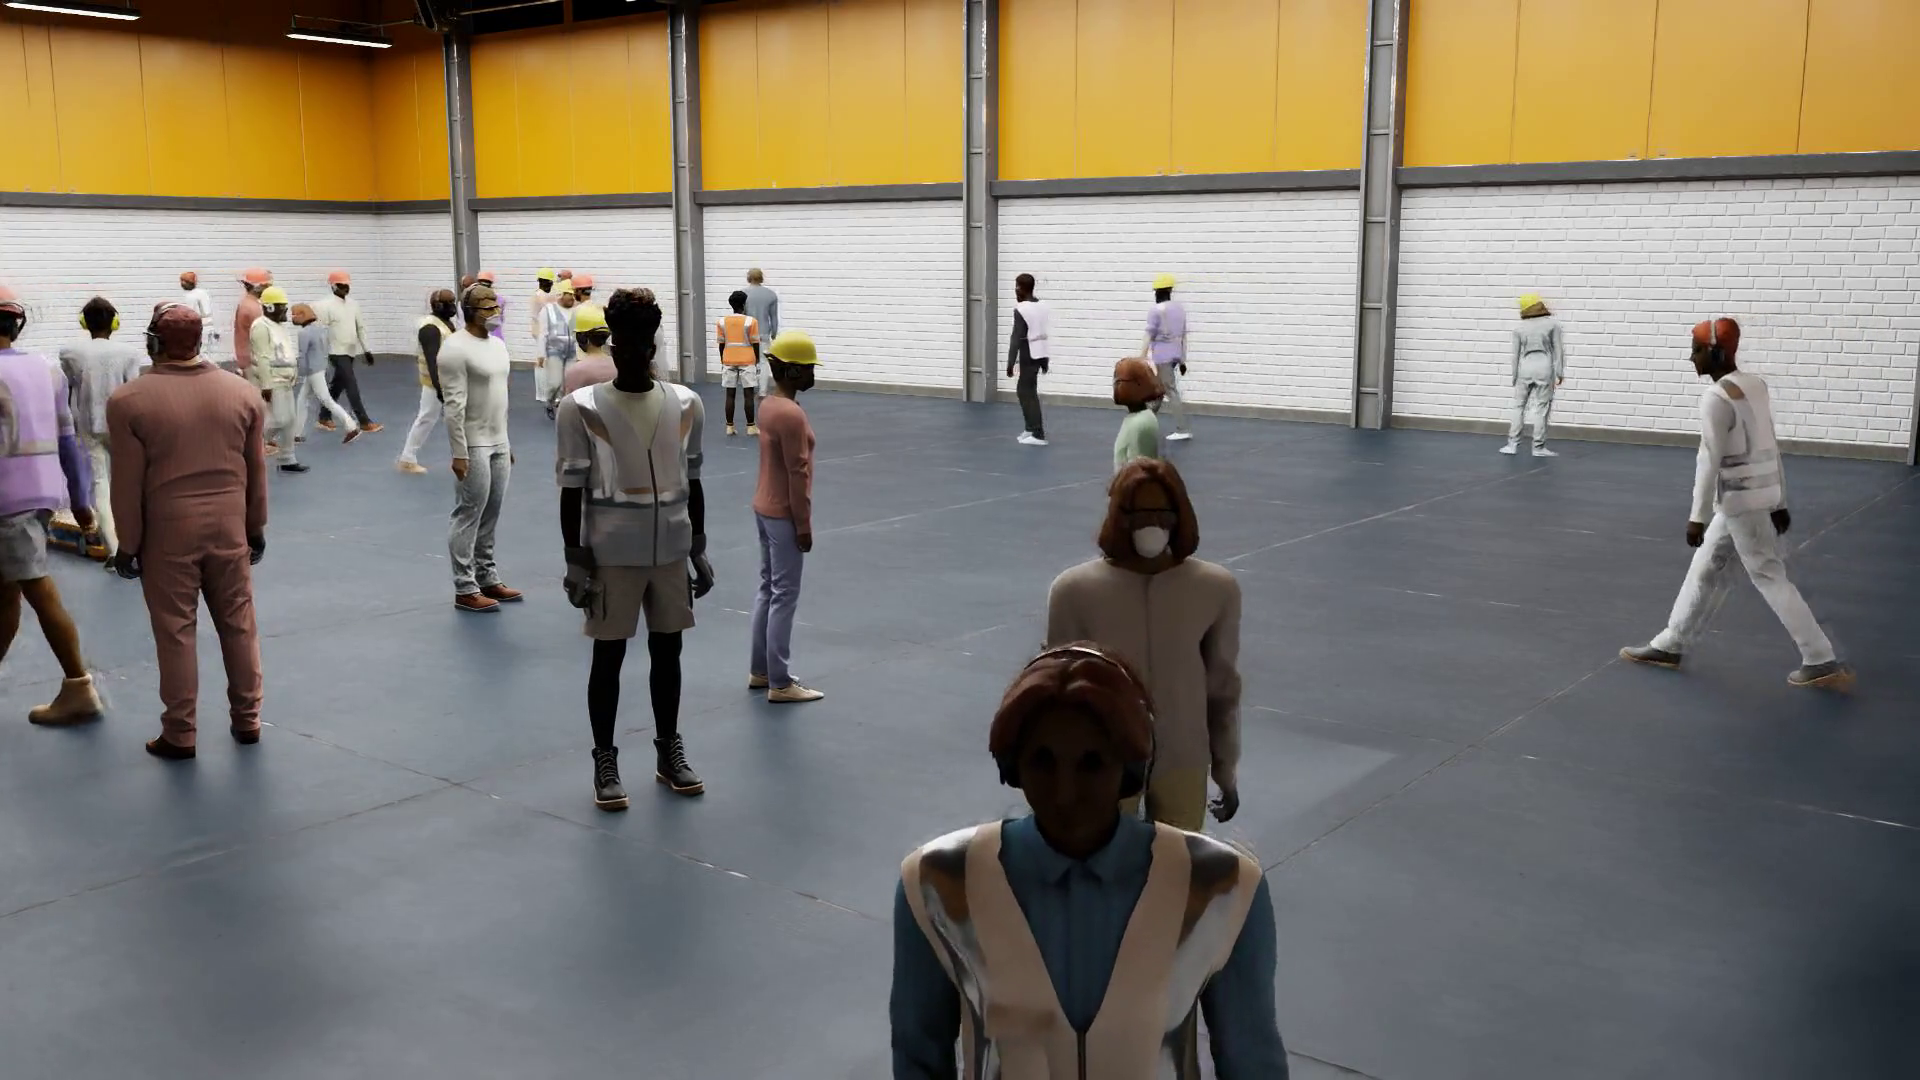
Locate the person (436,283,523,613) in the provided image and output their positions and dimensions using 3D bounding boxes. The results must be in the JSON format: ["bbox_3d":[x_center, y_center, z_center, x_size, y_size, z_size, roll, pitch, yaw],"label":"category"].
[{"bbox_3d":[-2.856,-0.551,9.909,0.359,1.938,0.632,2,10,13],"label":"person"}]

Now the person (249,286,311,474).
[{"bbox_3d":[-6.575,-1.516,15.882,0.519,1.812,0.608,0,10,-1],"label":"person"}]

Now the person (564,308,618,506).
[{"bbox_3d":[-2.351,-0.611,10.761,0.308,1.769,0.524,6,12,33],"label":"person"}]

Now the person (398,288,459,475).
[{"bbox_3d":[-4.966,-1.501,15.891,0.970,1.794,0.643,1,10,6],"label":"person"}]

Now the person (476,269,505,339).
[{"bbox_3d":[-6.470,-2.729,22.693,0.555,1.905,0.436,-8,13,-39],"label":"person"}]

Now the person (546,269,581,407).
[{"bbox_3d":[-5.425,-2.778,22.966,0.654,1.906,0.406,-8,13,-40],"label":"person"}]

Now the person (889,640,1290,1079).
[{"bbox_3d":[0.159,0.948,2.113,0.523,1.621,0.647,0,10,2],"label":"person"}]

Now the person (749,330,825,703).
[{"bbox_3d":[-0.810,-0.114,7.905,0.360,1.757,0.521,-4,10,-21],"label":"person"}]

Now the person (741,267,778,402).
[{"bbox_3d":[-2.917,-2.930,23.825,0.646,1.922,0.562,-3,10,-20],"label":"person"}]

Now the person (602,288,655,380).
[{"bbox_3d":[-2.694,-1.121,13.516,0.514,1.848,0.721,-5,11,-29],"label":"person"}]

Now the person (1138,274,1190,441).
[{"bbox_3d":[2.276,-2.085,19.000,0.974,1.874,0.607,8,13,40],"label":"person"}]

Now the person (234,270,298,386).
[{"bbox_3d":[-11.145,-3.373,26.546,0.867,1.879,0.656,1,10,3],"label":"person"}]

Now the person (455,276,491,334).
[{"bbox_3d":[-6.203,-2.435,21.182,0.430,1.838,0.619,3,10,18],"label":"person"}]

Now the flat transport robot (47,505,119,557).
[{"bbox_3d":[-6.170,-0.083,12.034,1.431,0.197,0.652,8,13,39],"label":"flat transport robot"}]

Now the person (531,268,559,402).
[{"bbox_3d":[-5.934,-2.928,23.809,0.382,1.917,0.585,-5,11,-25],"label":"person"}]

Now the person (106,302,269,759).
[{"bbox_3d":[-3.248,-0.041,7.019,0.409,1.913,0.647,9,13,42],"label":"person"}]

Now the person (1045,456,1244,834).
[{"bbox_3d":[0.459,0.580,4.258,0.501,1.620,0.427,-1,10,-7],"label":"person"}]

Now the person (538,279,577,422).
[{"bbox_3d":[-4.878,-2.289,20.399,0.620,1.812,0.490,-7,12,-35],"label":"person"}]

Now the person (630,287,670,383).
[{"bbox_3d":[-2.776,-1.307,14.633,0.443,1.827,0.631,-9,13,-41],"label":"person"}]

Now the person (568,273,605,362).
[{"bbox_3d":[-4.139,-2.080,18.927,0.762,1.911,0.569,4,10,20],"label":"person"}]

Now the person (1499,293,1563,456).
[{"bbox_3d":[5.986,-1.716,17.402,0.605,1.704,0.367,6,11,32],"label":"person"}]

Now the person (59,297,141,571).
[{"bbox_3d":[-5.811,-0.728,11.307,0.501,1.818,0.962,-5,11,-29],"label":"person"}]

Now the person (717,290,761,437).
[{"bbox_3d":[-2.553,-2.043,19.297,0.534,1.698,0.318,3,10,14],"label":"person"}]

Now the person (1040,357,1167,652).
[{"bbox_3d":[0.872,-0.144,8.551,0.847,1.582,0.515,0,10,-2],"label":"person"}]

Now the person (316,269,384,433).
[{"bbox_3d":[-7.331,-2.245,19.765,1.029,1.944,0.626,3,10,18],"label":"person"}]

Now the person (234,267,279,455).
[{"bbox_3d":[-7.293,-1.865,17.455,0.595,1.972,0.649,-6,11,-31],"label":"person"}]

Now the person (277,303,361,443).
[{"bbox_3d":[-7.159,-1.851,18.530,0.913,1.578,0.510,-1,10,-8],"label":"person"}]

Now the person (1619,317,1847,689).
[{"bbox_3d":[3.877,-0.180,8.163,1.054,1.813,0.585,8,12,38],"label":"person"}]

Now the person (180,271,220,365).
[{"bbox_3d":[-11.582,-3.168,25.398,0.481,1.848,0.599,0,10,-2],"label":"person"}]

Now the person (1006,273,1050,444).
[{"bbox_3d":[0.734,-2.009,18.518,0.593,1.895,0.619,6,11,31],"label":"person"}]

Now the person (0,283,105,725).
[{"bbox_3d":[-4.339,-0.160,7.460,0.986,1.982,0.764,1,10,8],"label":"person"}]

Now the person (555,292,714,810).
[{"bbox_3d":[-1.236,0.039,6.394,0.614,1.963,0.361,-6,12,-33],"label":"person"}]
